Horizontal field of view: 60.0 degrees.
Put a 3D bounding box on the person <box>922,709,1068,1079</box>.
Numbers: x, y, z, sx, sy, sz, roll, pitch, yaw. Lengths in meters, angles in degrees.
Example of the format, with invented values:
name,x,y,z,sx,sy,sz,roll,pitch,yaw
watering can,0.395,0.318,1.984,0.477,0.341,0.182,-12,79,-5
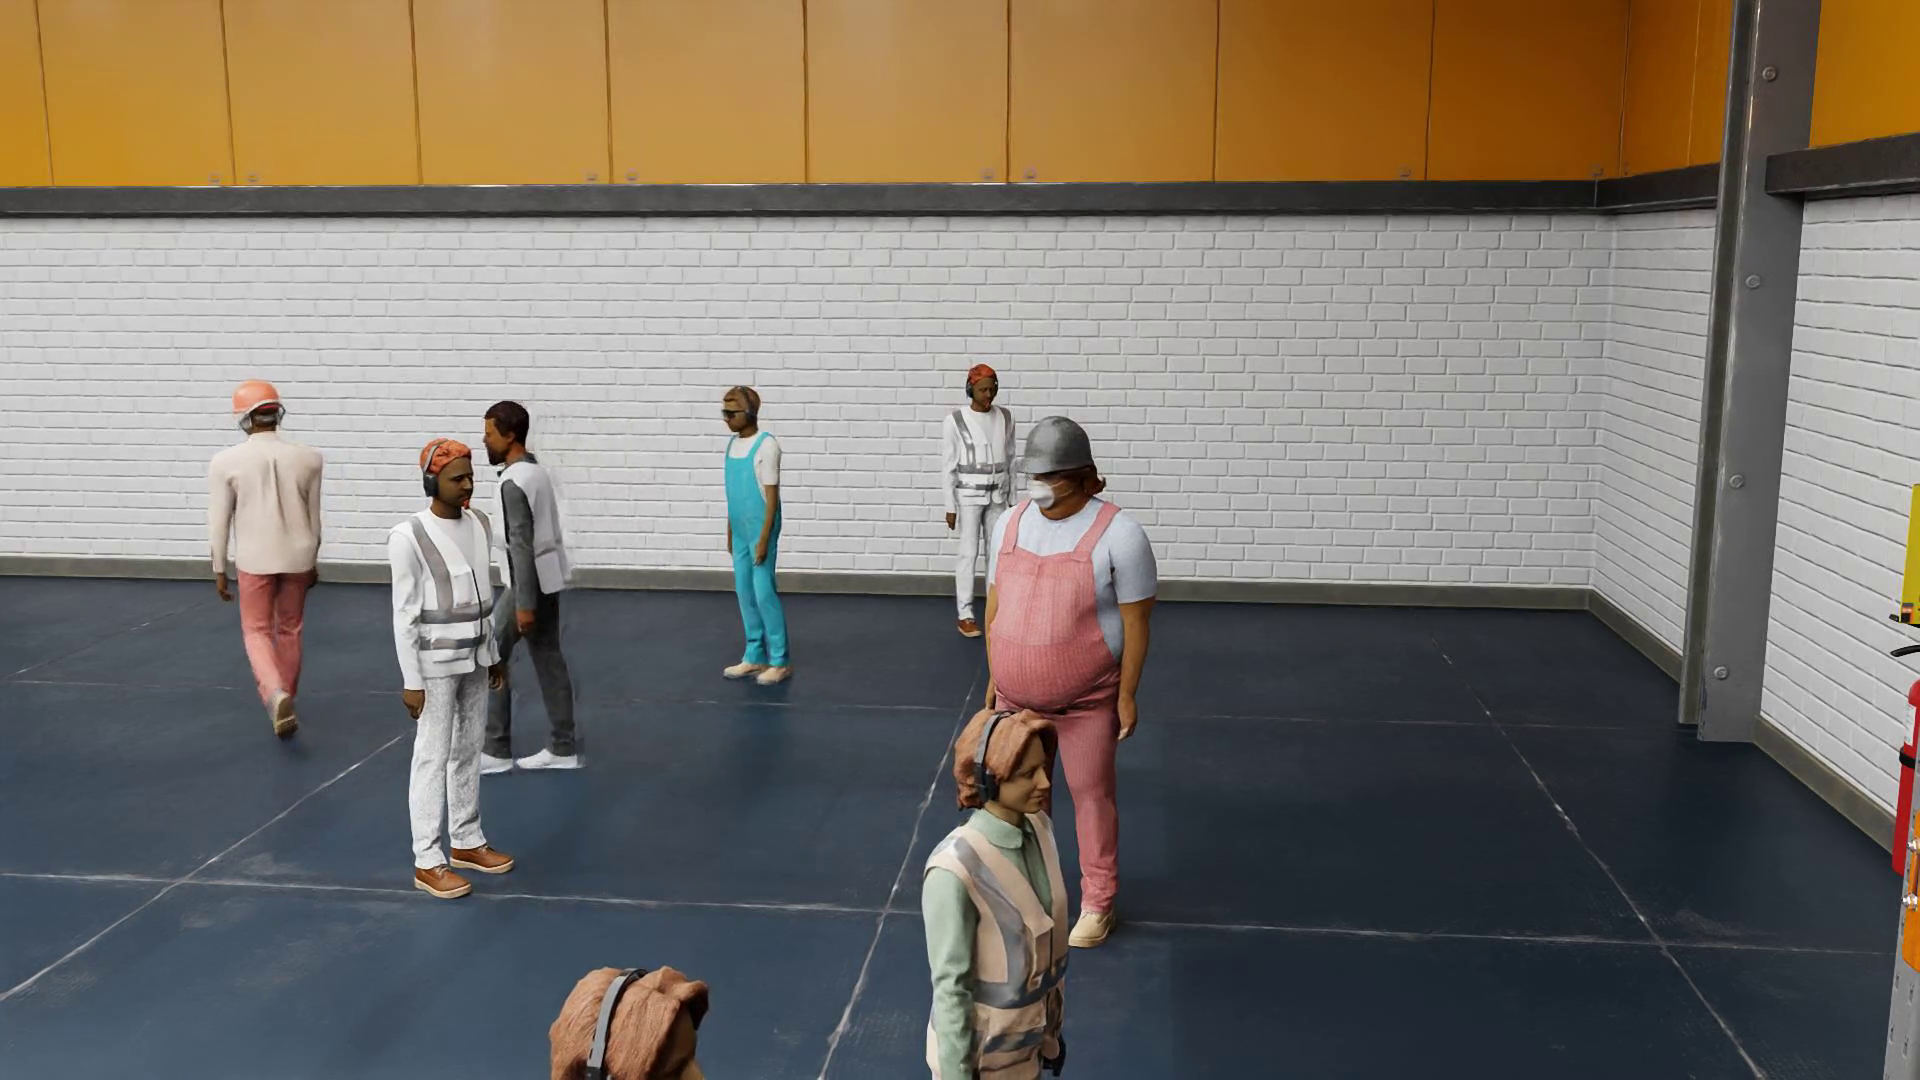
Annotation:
name,x,y,z,sx,sy,sz,roll,pitch,yaw
person,0.084,1.180,3.796,0.311,1.642,0.513,5,11,27

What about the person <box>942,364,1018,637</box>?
name,x,y,z,sx,sy,sz,roll,pitch,yaw
person,0.147,-0.269,11.433,0.585,1.879,0.367,-6,12,-31

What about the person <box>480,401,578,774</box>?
name,x,y,z,sx,sy,sz,roll,pitch,yaw
person,-2.308,0.250,8.382,0.760,1.892,0.631,0,10,-2

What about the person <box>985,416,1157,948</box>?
name,x,y,z,sx,sy,sz,roll,pitch,yaw
person,0.360,0.535,6.349,0.689,2.000,0.538,6,12,31

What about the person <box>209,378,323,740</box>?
name,x,y,z,sx,sy,sz,roll,pitch,yaw
person,-3.696,0.120,8.973,0.610,1.966,0.762,-7,12,-34

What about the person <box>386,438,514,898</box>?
name,x,y,z,sx,sy,sz,roll,pitch,yaw
person,-2.106,0.517,6.902,0.337,1.882,0.585,4,11,22

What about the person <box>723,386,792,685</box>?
name,x,y,z,sx,sy,sz,roll,pitch,yaw
person,-1.270,-0.030,10.191,0.356,1.833,0.522,-9,14,-43

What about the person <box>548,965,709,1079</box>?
name,x,y,z,sx,sy,sz,roll,pitch,yaw
person,-0.476,1.413,2.468,0.308,1.640,0.511,2,10,9
